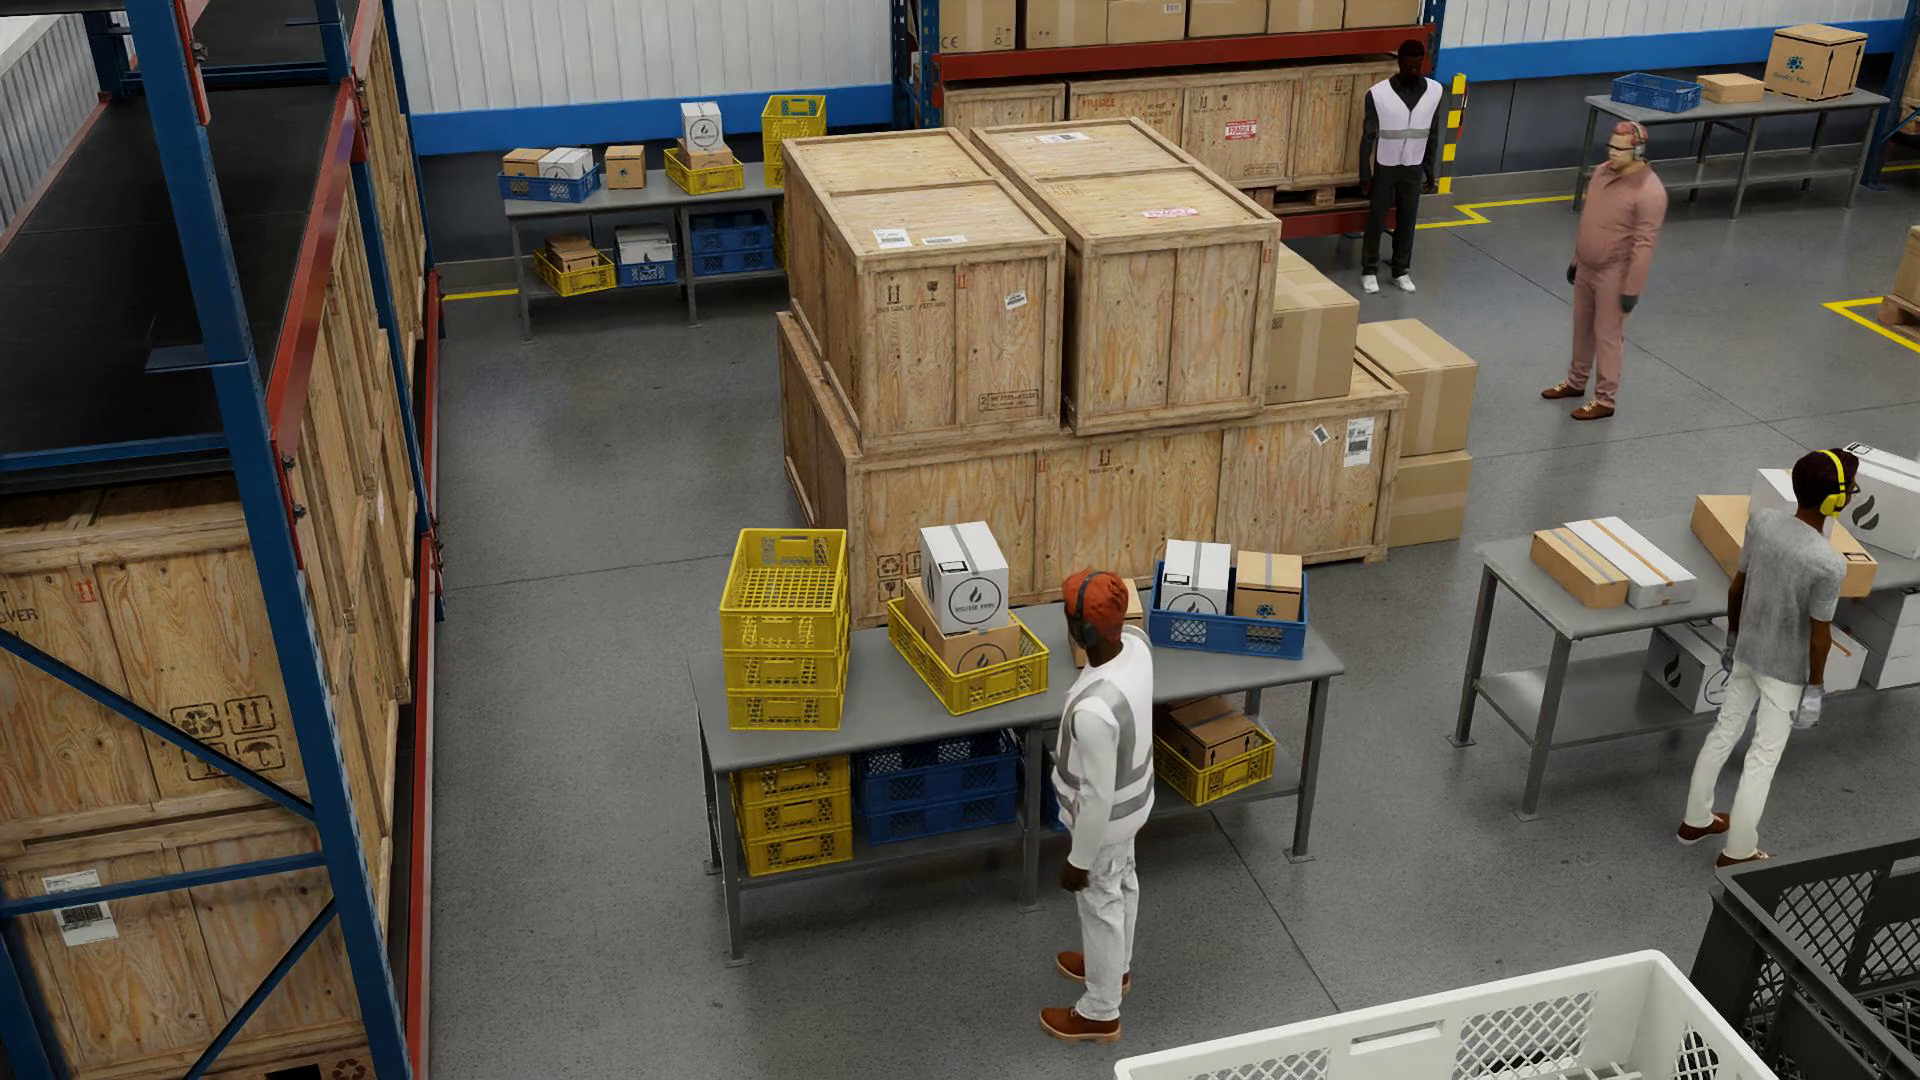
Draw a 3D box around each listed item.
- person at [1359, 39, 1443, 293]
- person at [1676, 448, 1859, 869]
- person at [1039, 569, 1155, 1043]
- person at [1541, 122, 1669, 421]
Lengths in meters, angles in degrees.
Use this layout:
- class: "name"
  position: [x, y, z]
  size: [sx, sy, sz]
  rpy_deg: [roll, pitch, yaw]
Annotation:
- class: "person"
  position: [3.273, -2.799, 12.492]
  size: [0.597, 1.907, 0.411]
  rpy_deg: [-5, 29, -9]
- class: "person"
  position: [3.210, 0.490, 6.552]
  size: [0.328, 1.872, 0.512]
  rpy_deg: [-9, 30, -16]
- class: "person"
  position: [0.478, 0.931, 5.736]
  size: [0.362, 1.886, 0.576]
  rpy_deg: [9, 30, 16]
- class: "person"
  position: [4.069, -1.695, 10.496]
  size: [0.400, 1.900, 0.651]
  rpy_deg: [-7, 30, -12]
